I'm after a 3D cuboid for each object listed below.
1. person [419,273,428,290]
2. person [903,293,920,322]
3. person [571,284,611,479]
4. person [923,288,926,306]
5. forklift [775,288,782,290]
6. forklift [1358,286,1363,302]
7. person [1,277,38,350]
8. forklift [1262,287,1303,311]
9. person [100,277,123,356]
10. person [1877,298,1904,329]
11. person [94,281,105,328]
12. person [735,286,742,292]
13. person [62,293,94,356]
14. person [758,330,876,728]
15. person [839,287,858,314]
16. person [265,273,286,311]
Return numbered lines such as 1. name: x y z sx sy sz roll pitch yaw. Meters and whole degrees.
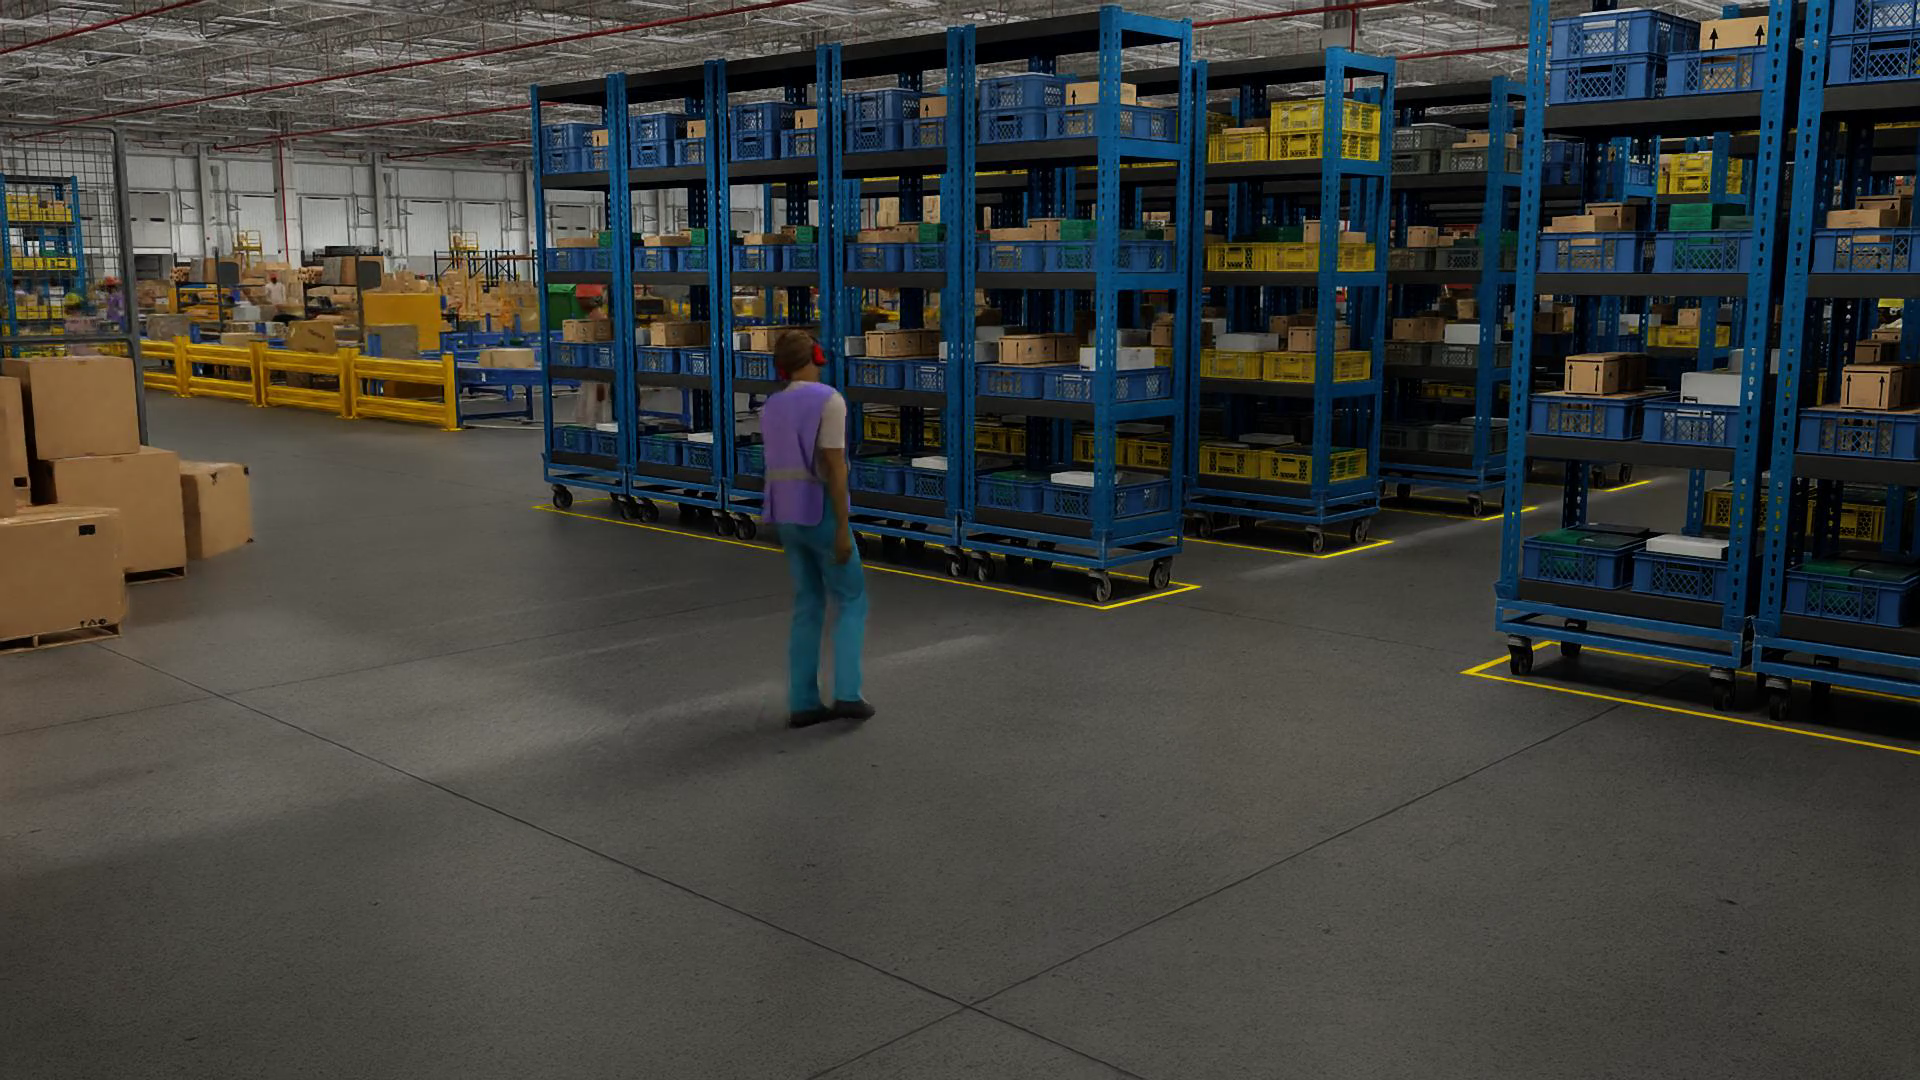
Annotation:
1. person: -23.320 -10.622 72.102 0.570 1.883 0.987 -4 10 -25
2. person: -1.128 -5.646 41.864 0.609 1.793 0.855 -7 12 -37
3. person: -3.582 -1.586 16.394 0.467 1.982 0.625 -5 10 -26
4. person: -1.265 -8.292 58.248 0.523 1.741 0.535 1 9 5
5. forklift: -8.068 -12.005 77.550 1.873 2.768 1.129 9 13 43
6. forklift: 11.100 -7.017 46.970 1.873 2.768 1.129 9 13 43
7. person: -20.094 -4.681 35.429 1.096 1.976 0.619 0 9 0
8. forklift: 10.769 -8.203 54.240 1.129 2.768 1.873 8 12 42
9. person: -18.533 -4.772 36.234 0.957 1.891 0.570 -8 12 -40
10. person: 9.852 -1.724 17.720 0.404 1.830 0.603 2 9 9
11. person: -24.651 -6.606 47.933 0.324 1.740 0.492 8 12 41
12. person: -9.409 -10.166 70.075 0.512 1.638 0.307 -5 10 -26
13. person: -11.738 -2.381 21.989 0.710 1.741 0.548 2 9 12
14. person: -0.677 -0.053 7.585 0.667 1.788 0.448 8 12 40
15. person: -2.898 -5.831 42.858 0.647 1.842 1.042 0 9 3
16. person: -21.927 -7.584 53.301 0.651 1.938 1.042 -5 11 -29
